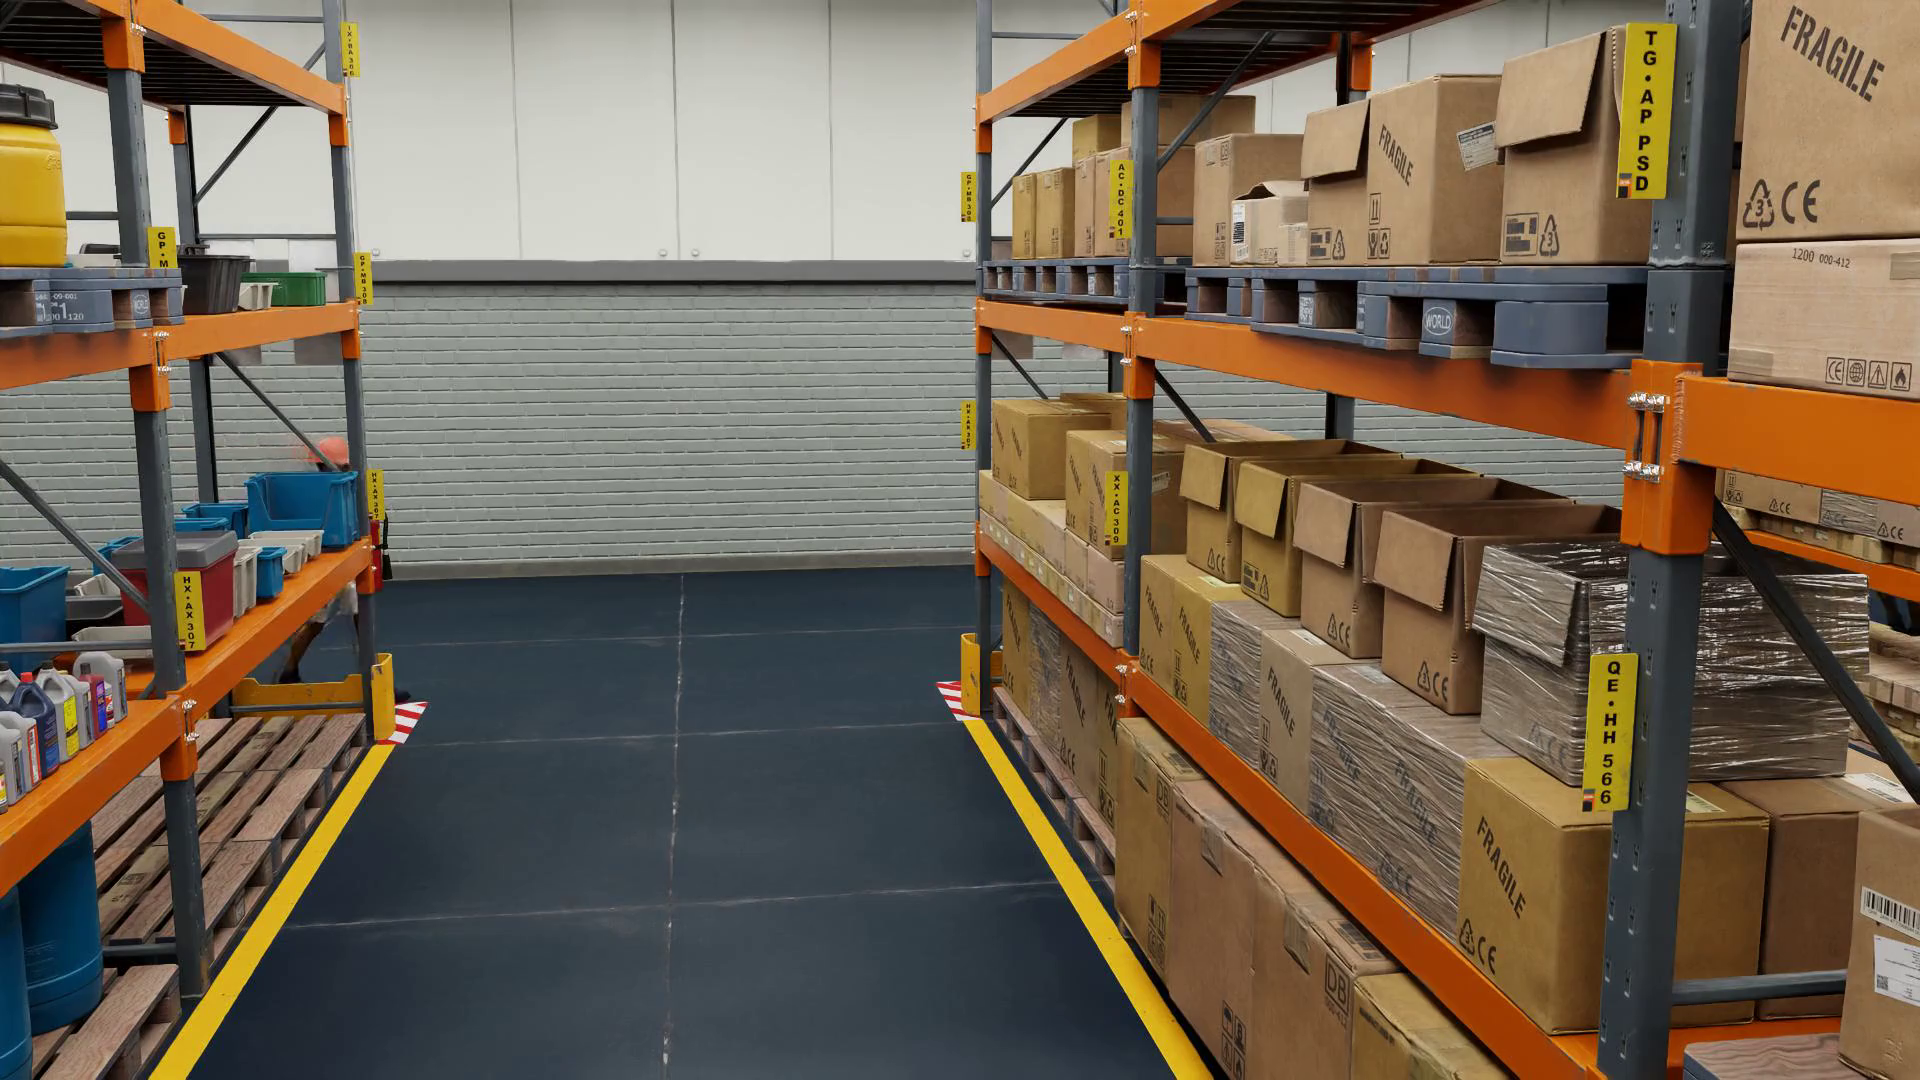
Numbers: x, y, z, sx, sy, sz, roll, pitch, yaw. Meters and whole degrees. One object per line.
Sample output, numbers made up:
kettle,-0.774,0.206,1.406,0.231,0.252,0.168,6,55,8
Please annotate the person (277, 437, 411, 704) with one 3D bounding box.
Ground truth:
person,-4.401,0.218,11.633,1.008,1.892,0.558,2,9,14

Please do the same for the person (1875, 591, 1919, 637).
person,7.503,-0.053,13.281,0.574,1.894,0.576,2,9,14

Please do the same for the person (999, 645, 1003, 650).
person,0.505,0.108,13.066,0.310,1.640,0.514,-2,10,-15
